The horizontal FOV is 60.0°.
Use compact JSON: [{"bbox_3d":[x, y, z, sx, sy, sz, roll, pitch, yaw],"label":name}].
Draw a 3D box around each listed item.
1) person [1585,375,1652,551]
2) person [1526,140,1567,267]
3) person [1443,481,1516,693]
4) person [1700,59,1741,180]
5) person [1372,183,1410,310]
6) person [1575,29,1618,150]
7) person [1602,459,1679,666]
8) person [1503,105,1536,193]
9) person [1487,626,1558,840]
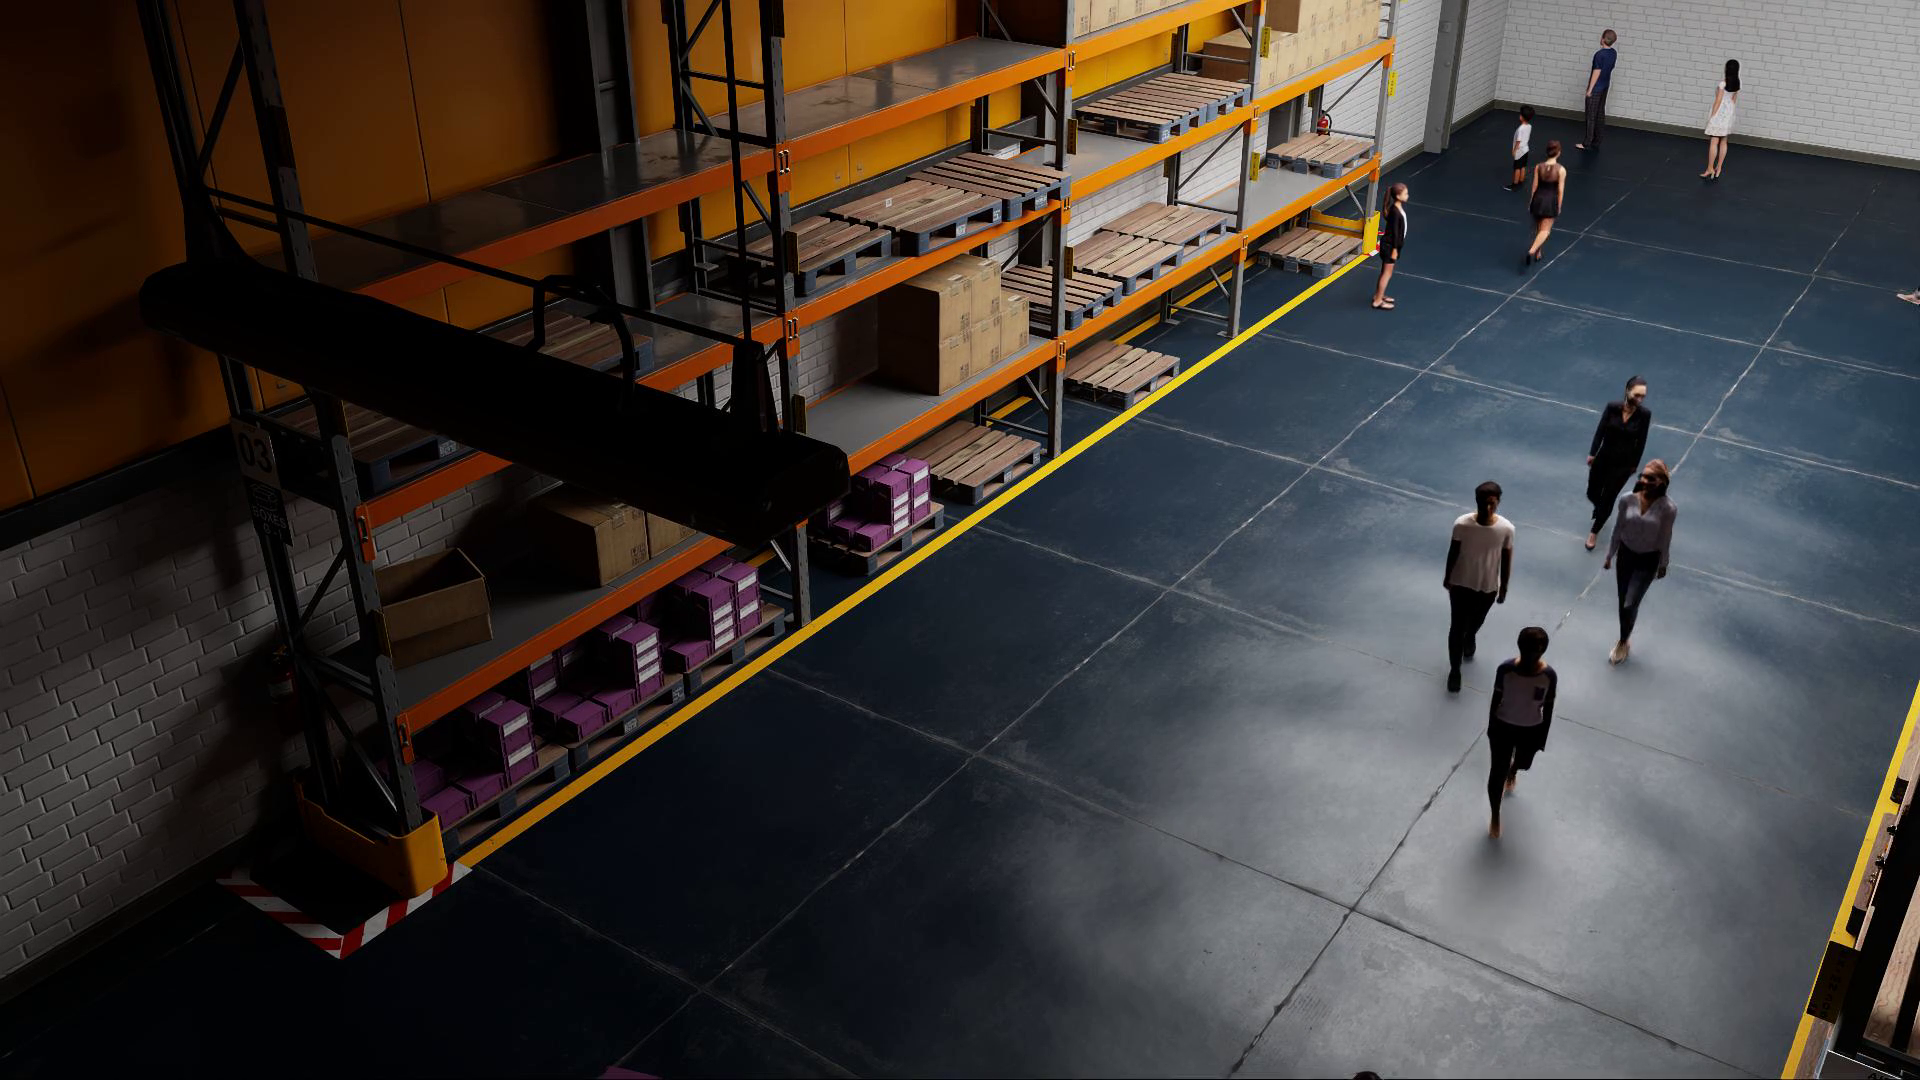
[{"bbox_3d":[5.876,-0.707,14.930,0.673,1.688,0.805,15,32,26],"label":"person"},{"bbox_3d":[7.569,-4.341,21.629,0.612,1.653,0.989,21,35,33],"label":"person"},{"bbox_3d":[4.080,0.286,13.117,0.878,1.682,1.189,8,30,14],"label":"person"},{"bbox_3d":[11.572,-6.404,25.285,0.741,1.773,0.828,-12,31,-21],"label":"person"},{"bbox_3d":[5.290,-3.630,20.430,0.662,1.552,0.566,6,29,11],"label":"person"},{"bbox_3d":[10.268,-7.253,26.741,0.594,1.871,0.783,-19,34,-31],"label":"person"},{"bbox_3d":[5.436,0.145,13.268,0.660,1.785,0.670,25,37,38],"label":"person"},{"bbox_3d":[8.369,-5.842,24.792,0.467,1.259,0.587,-24,37,-37],"label":"person"},{"bbox_3d":[3.860,1.250,11.500,0.765,1.538,1.036,8,30,14],"label":"person"}]
